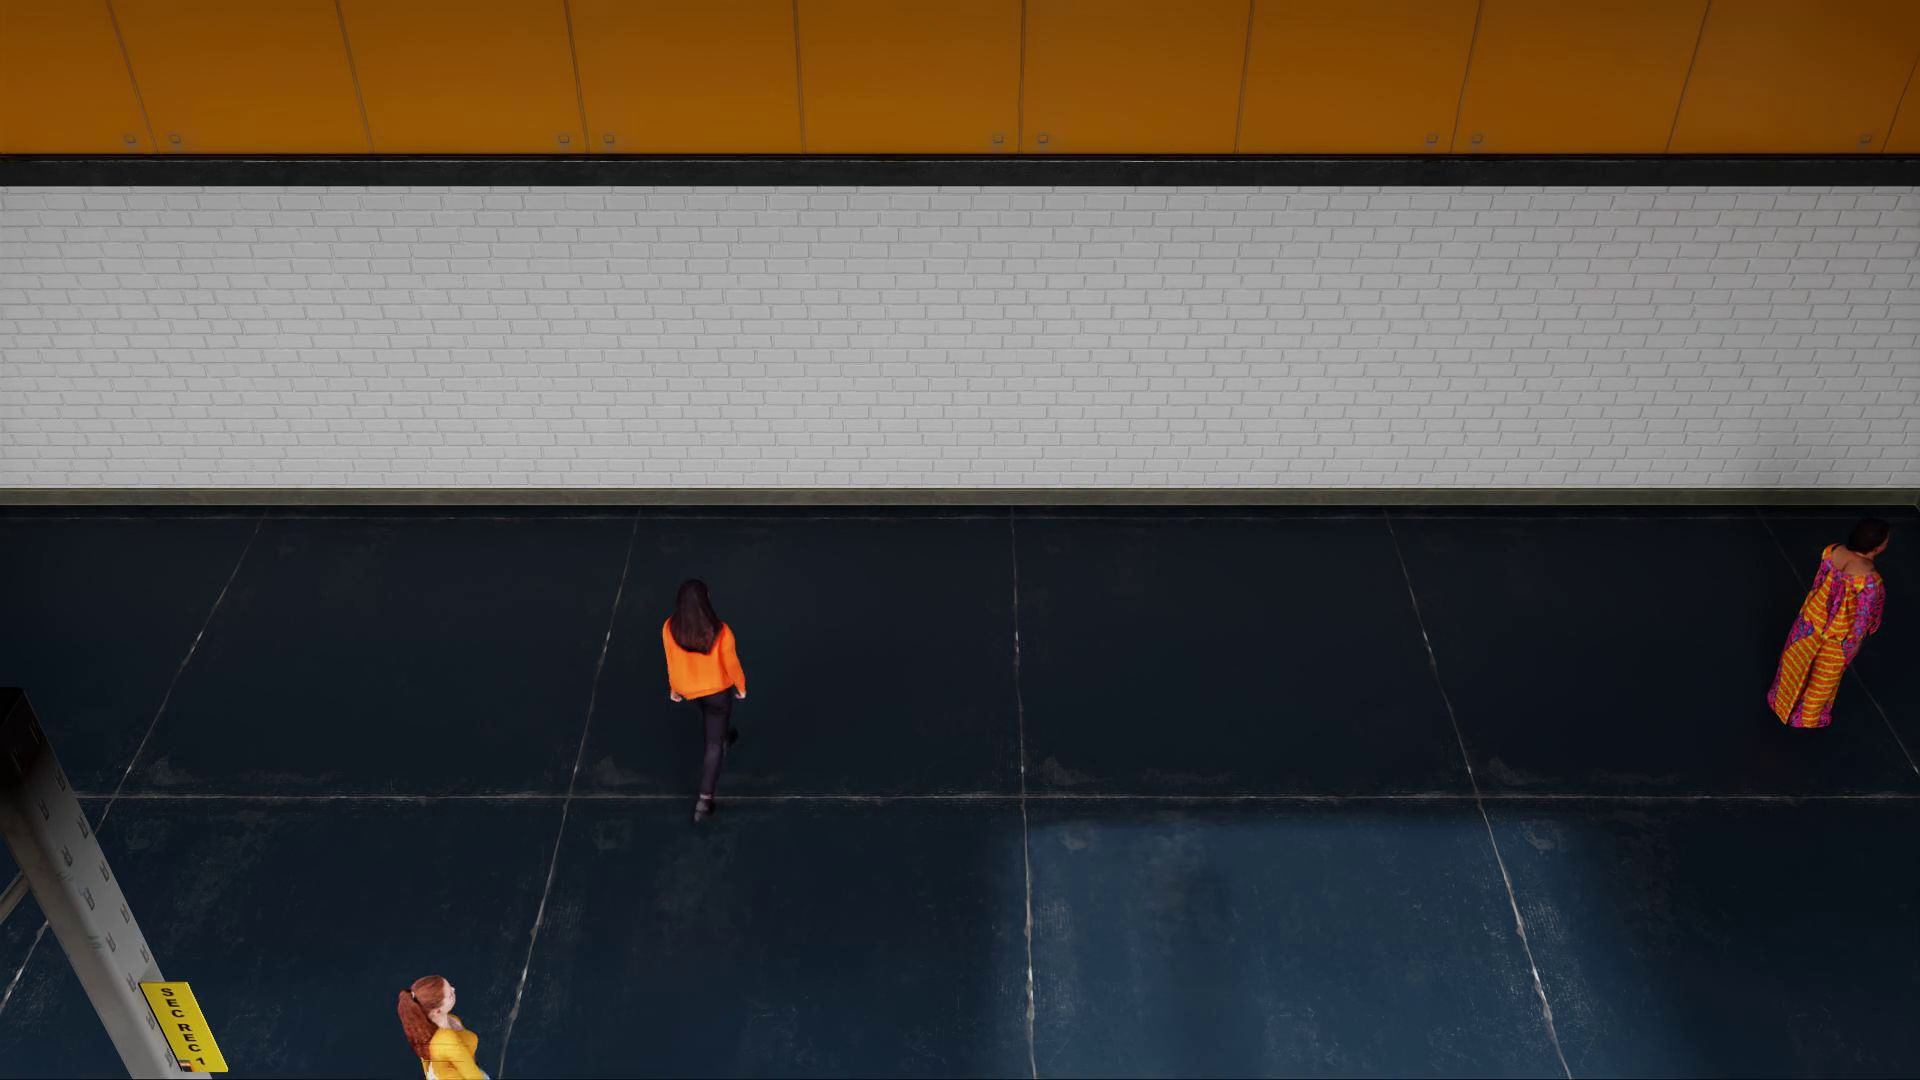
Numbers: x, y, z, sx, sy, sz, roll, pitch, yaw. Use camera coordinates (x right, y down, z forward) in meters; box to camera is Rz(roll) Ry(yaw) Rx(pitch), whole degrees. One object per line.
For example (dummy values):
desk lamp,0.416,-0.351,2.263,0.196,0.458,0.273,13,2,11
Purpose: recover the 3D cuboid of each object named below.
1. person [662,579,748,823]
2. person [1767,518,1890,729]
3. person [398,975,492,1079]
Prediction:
person,-1.619,1.016,10.446,0.840,1.705,1.181,10,40,12
person,5.843,0.519,11.081,0.768,1.688,0.665,-9,39,-11
person,-2.550,2.806,8.204,1.206,1.705,1.148,-32,48,-34
